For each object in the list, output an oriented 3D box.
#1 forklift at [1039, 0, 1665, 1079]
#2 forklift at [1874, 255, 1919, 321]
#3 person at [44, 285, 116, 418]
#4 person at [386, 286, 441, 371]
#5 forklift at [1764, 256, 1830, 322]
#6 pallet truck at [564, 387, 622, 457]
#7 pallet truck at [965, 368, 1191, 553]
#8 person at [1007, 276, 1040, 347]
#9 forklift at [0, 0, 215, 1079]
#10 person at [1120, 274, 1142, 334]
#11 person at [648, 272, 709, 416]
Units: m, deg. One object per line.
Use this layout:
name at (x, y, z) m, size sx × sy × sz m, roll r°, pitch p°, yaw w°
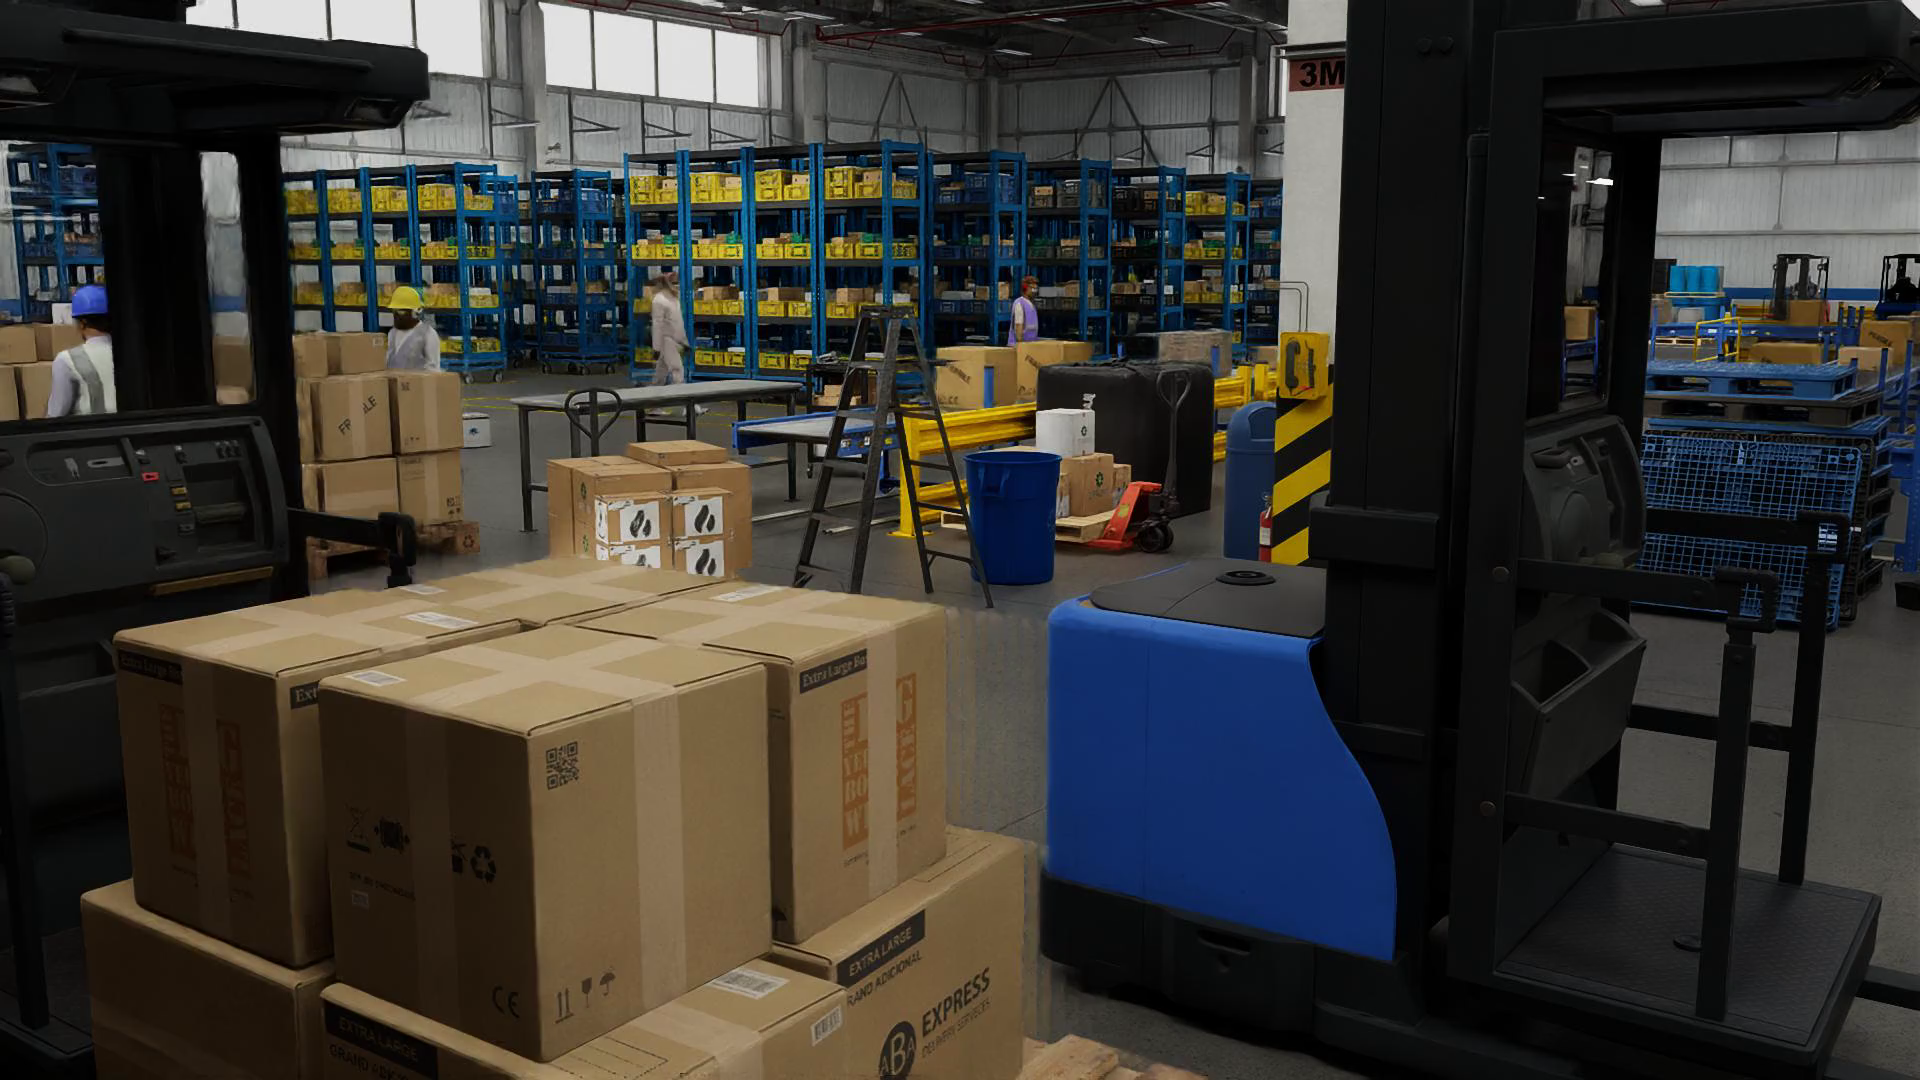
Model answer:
forklift at (1.249, -0.137, 4.360) m, size 1.873 × 2.768 × 1.129 m, roll 7°, pitch 12°, yaw 35°
forklift at (22.089, -5.634, 38.796) m, size 1.157 × 1.987 × 2.680 m, roll 6°, pitch 11°, yaw 33°
person at (-4.916, -0.522, 9.631) m, size 1.035 × 1.894 × 0.596 m, roll 4°, pitch 10°, yaw 23°
person at (-4.481, -1.162, 13.613) m, size 0.611 × 1.816 × 0.420 m, roll 7°, pitch 12°, yaw 36°
forklift at (20.253, -5.854, 40.139) m, size 1.157 × 1.987 × 2.680 m, roll 7°, pitch 12°, yaw 35°
pallet truck at (-1.981, -0.274, 10.088) m, size 0.680 × 1.201 × 1.601 m, roll -5°, pitch 11°, yaw -28°
pallet truck at (0.845, -0.609, 11.869) m, size 1.630 × 1.274 × 0.653 m, roll 7°, pitch 12°, yaw 35°
person at (0.798, -2.374, 20.781) m, size 0.401 × 1.837 × 0.565 m, roll 3°, pitch 10°, yaw 16°
forklift at (-2.417, -0.131, 4.323) m, size 1.873 × 2.768 × 1.129 m, roll 7°, pitch 12°, yaw 35°
person at (3.143, -4.055, 30.954) m, size 0.577 × 1.788 × 0.628 m, roll 5°, pitch 11°, yaw 27°
person at (-3.663, -2.525, 21.569) m, size 0.930 × 1.864 × 0.659 m, roll 1°, pitch 10°, yaw 4°
